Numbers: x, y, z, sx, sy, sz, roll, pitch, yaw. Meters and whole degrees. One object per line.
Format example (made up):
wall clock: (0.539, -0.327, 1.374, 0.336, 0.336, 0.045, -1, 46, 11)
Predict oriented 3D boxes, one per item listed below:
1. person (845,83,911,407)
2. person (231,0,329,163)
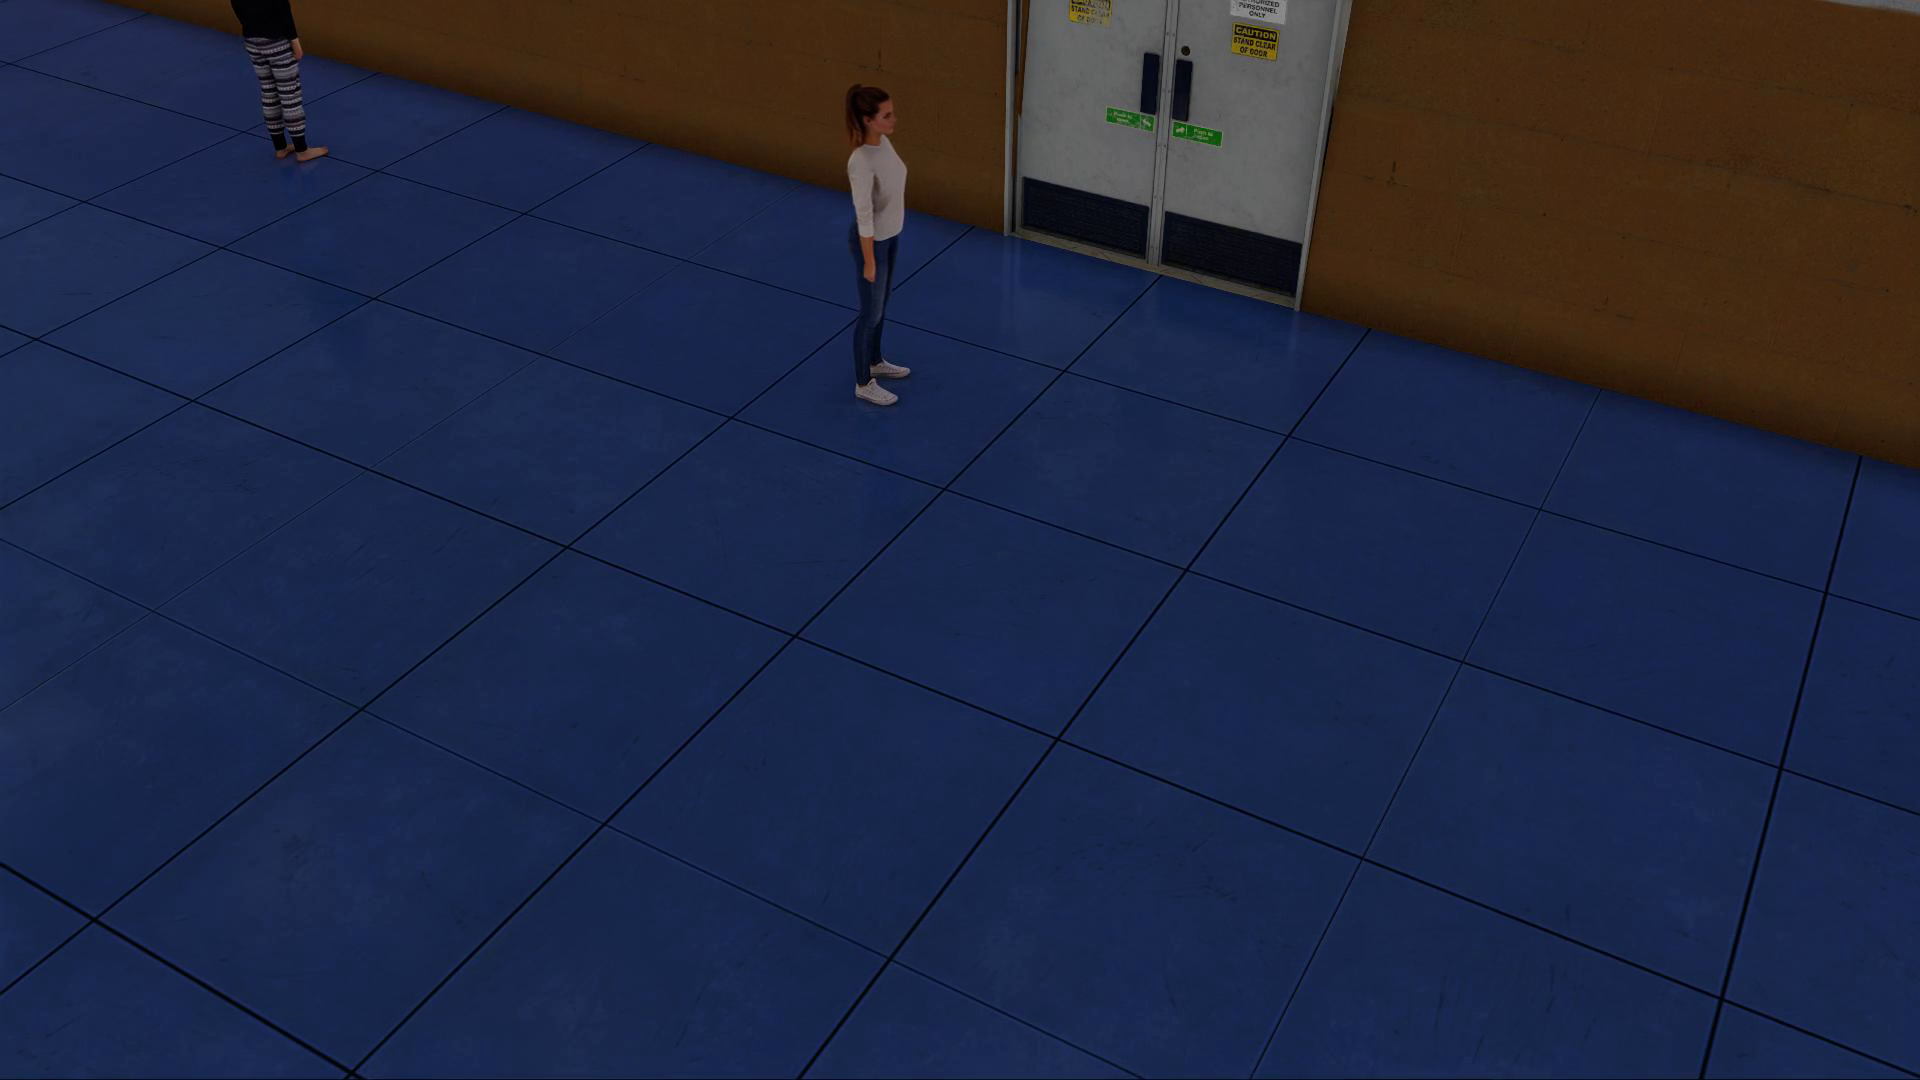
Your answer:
person: (-0.449, -1.550, 8.725, 0.719, 1.719, 0.548, 9, 38, 12)
person: (-4.661, -3.404, 11.184, 0.620, 1.733, 0.527, 16, 40, 20)
